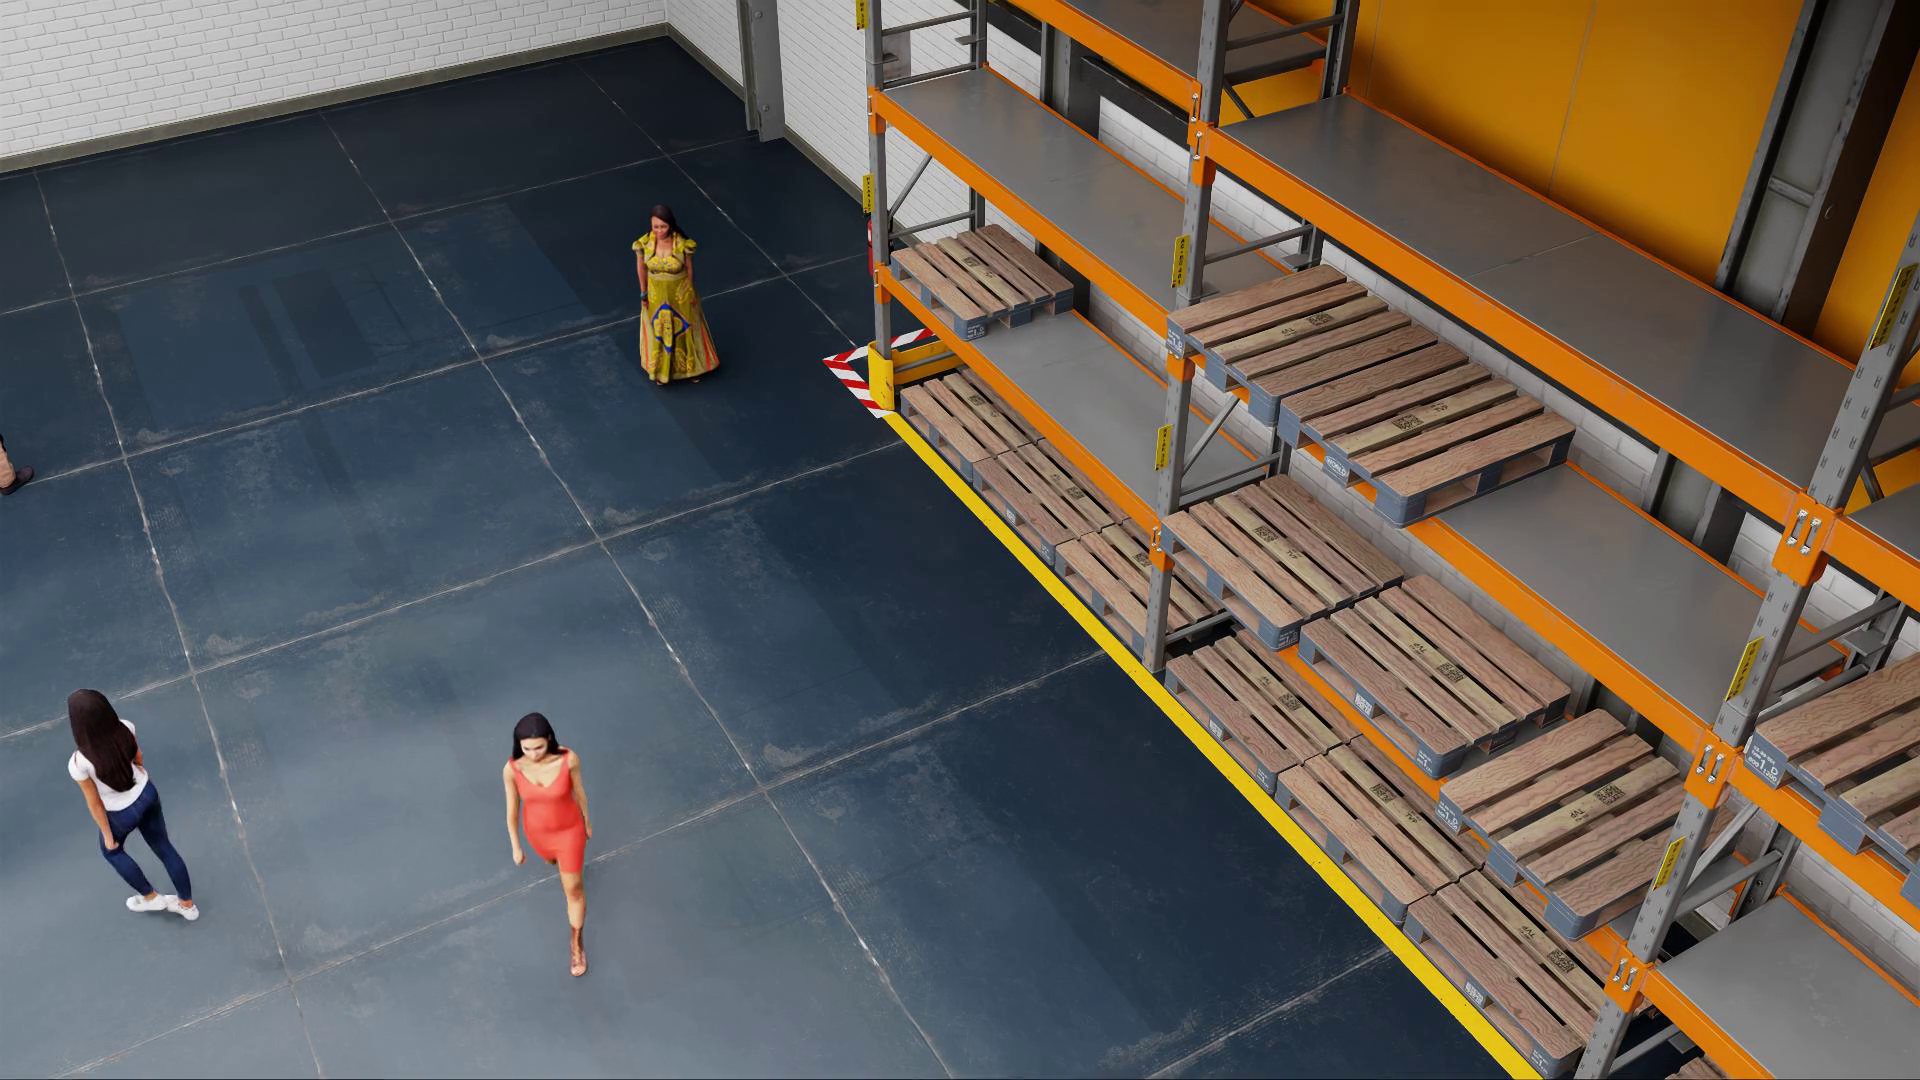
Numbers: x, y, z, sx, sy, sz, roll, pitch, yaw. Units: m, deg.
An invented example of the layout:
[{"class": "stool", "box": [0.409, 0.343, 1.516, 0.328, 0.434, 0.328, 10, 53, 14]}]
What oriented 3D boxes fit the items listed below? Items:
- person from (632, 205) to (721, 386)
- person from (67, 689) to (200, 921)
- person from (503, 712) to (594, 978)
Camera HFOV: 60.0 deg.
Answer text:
[{"class": "person", "box": [-2.467, -2.089, 14.114, 0.963, 1.661, 0.932, -6, 39, -7]}, {"class": "person", "box": [-4.646, 1.563, 9.463, 0.831, 1.759, 0.772, 15, 41, 17]}, {"class": "person", "box": [-2.317, 1.597, 9.481, 0.860, 1.683, 1.202, -7, 39, -8]}]
